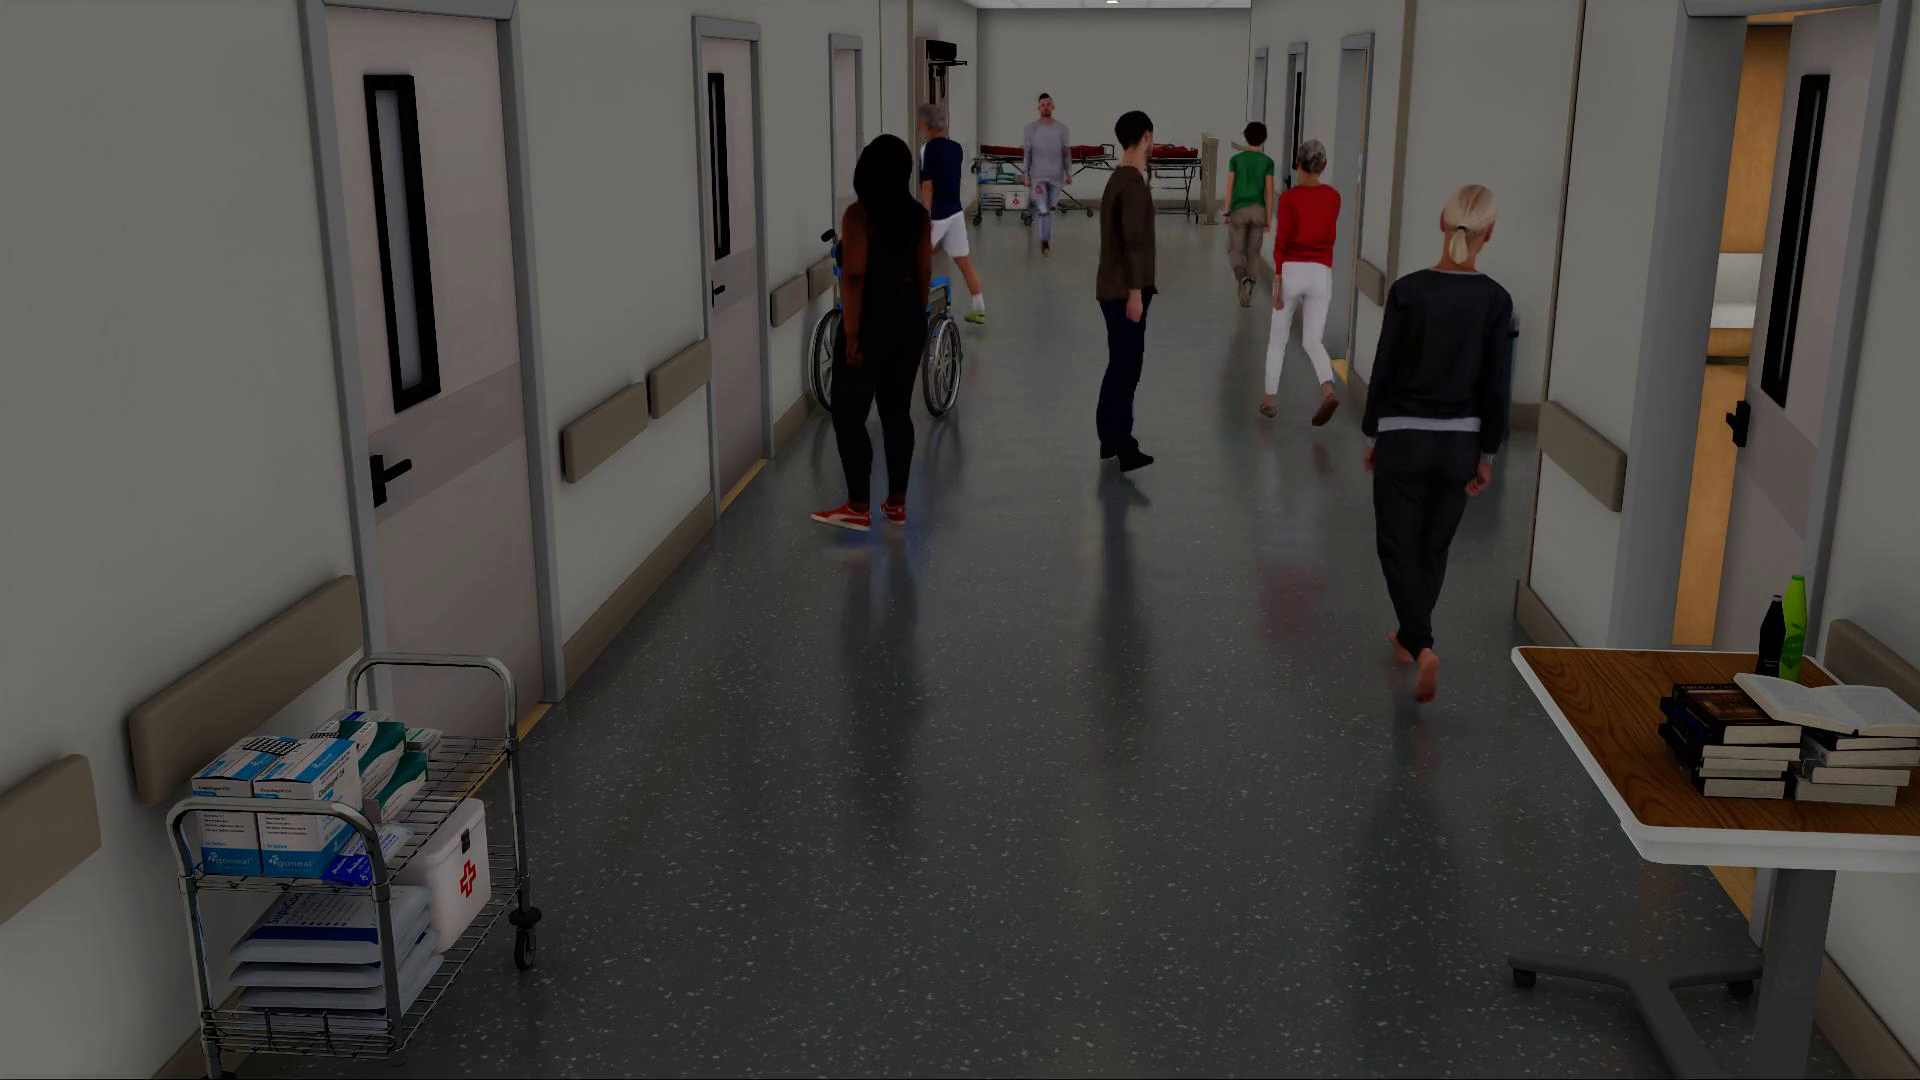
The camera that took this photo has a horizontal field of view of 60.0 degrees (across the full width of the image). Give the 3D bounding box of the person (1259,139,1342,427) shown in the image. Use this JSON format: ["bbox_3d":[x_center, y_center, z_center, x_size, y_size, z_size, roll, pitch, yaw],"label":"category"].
[{"bbox_3d":[2.075,-1.476,9.807,0.666,1.656,1.054,-2,16,-9],"label":"person"}]

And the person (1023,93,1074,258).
[{"bbox_3d":[0.992,-4.121,18.937,0.832,1.793,1.191,-1,16,-5],"label":"person"}]

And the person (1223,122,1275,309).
[{"bbox_3d":[2.556,-2.864,14.770,0.569,1.635,0.960,2,16,6],"label":"person"}]

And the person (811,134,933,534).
[{"bbox_3d":[-0.354,-0.925,7.623,0.997,1.781,0.940,11,19,35],"label":"person"}]

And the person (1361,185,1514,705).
[{"bbox_3d":[1.585,-0.303,5.576,0.616,1.694,1.017,0,16,1],"label":"person"}]

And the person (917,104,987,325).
[{"bbox_3d":[-0.080,-2.615,13.631,1.192,1.774,1.213,14,21,41],"label":"person"}]

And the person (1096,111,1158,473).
[{"bbox_3d":[0.873,-1.310,8.839,1.014,1.862,0.567,2,16,7],"label":"person"}]
